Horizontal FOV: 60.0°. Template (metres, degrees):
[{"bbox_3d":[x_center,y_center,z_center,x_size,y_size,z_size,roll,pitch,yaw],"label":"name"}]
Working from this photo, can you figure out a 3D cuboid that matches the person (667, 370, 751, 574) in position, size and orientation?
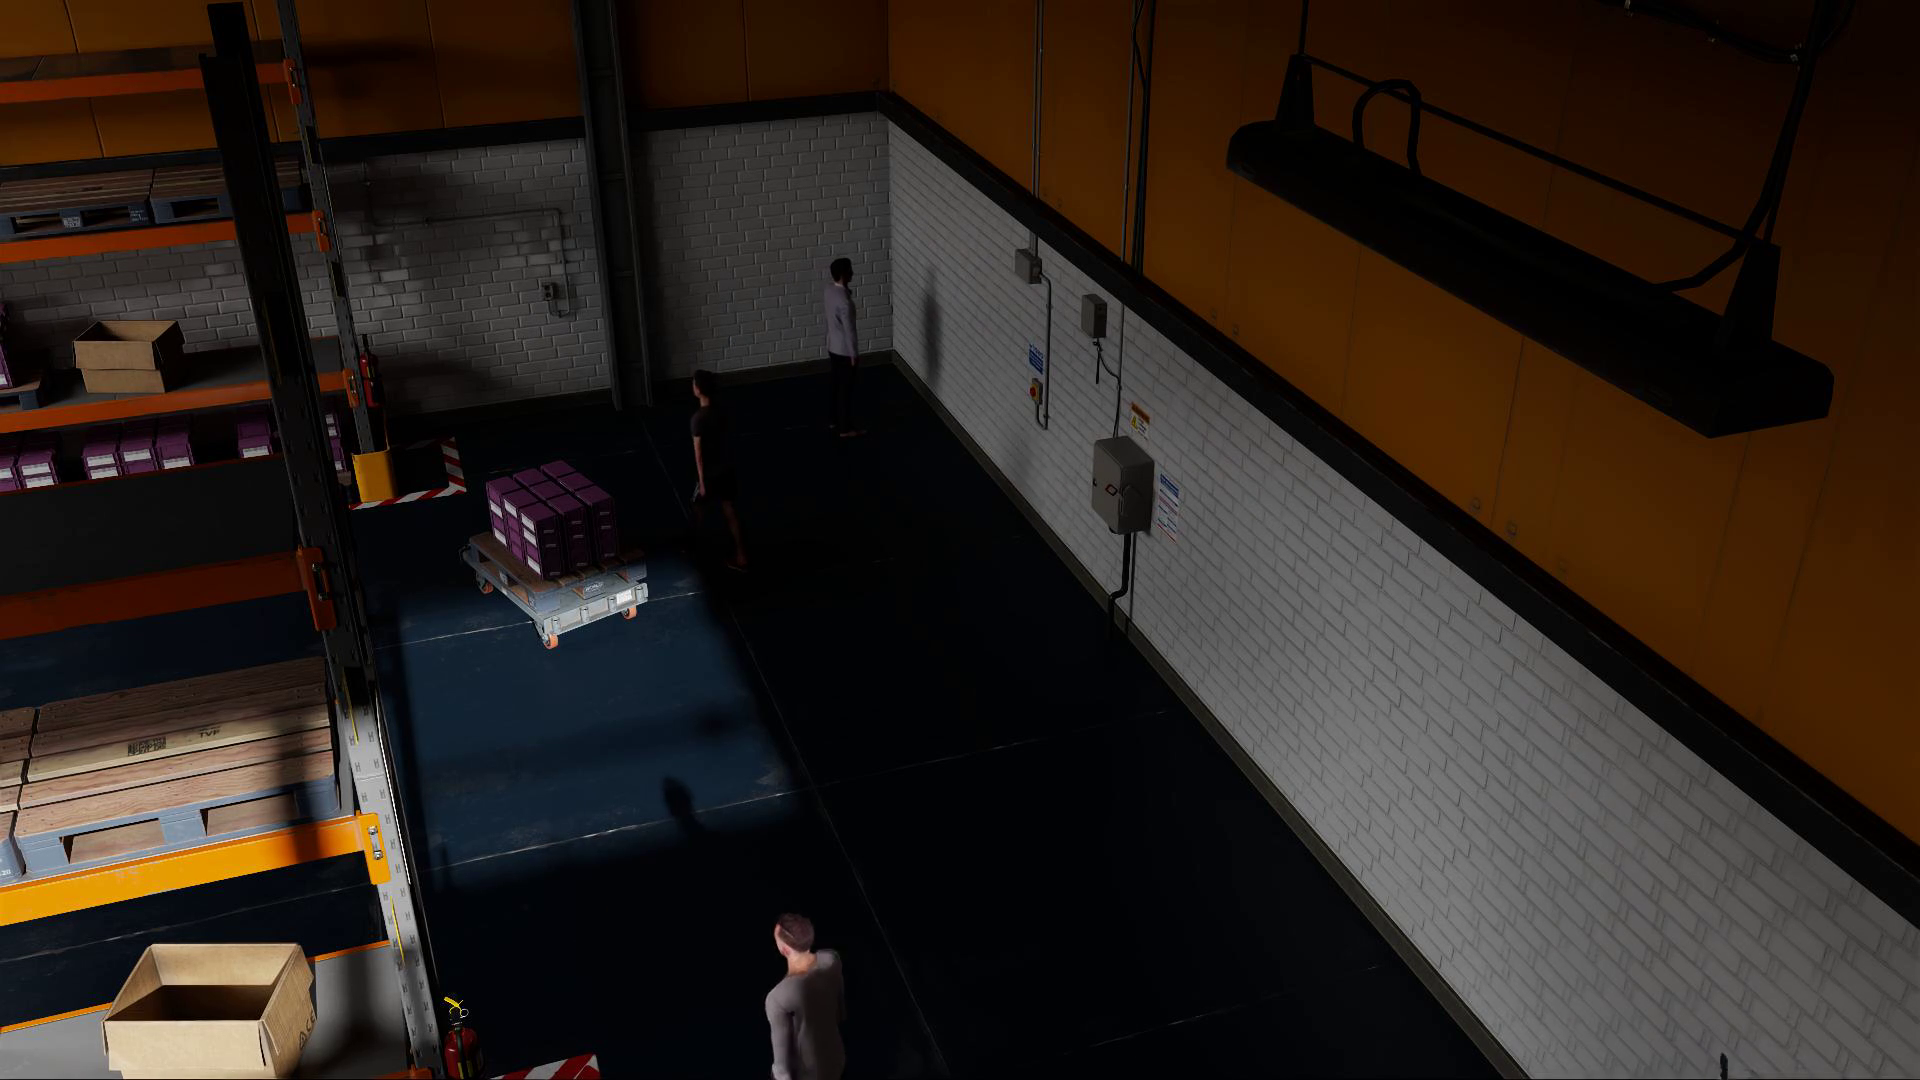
[{"bbox_3d":[-2.026,-0.538,14.230,1.139,1.810,1.153,17,33,28],"label":"person"}]

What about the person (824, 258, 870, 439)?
[{"bbox_3d":[-1.195,-1.959,16.793,0.594,1.850,0.705,-14,32,-24],"label":"person"}]

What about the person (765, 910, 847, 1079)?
[{"bbox_3d":[-0.691,2.652,8.399,1.131,1.795,1.238,24,37,37],"label":"person"}]
